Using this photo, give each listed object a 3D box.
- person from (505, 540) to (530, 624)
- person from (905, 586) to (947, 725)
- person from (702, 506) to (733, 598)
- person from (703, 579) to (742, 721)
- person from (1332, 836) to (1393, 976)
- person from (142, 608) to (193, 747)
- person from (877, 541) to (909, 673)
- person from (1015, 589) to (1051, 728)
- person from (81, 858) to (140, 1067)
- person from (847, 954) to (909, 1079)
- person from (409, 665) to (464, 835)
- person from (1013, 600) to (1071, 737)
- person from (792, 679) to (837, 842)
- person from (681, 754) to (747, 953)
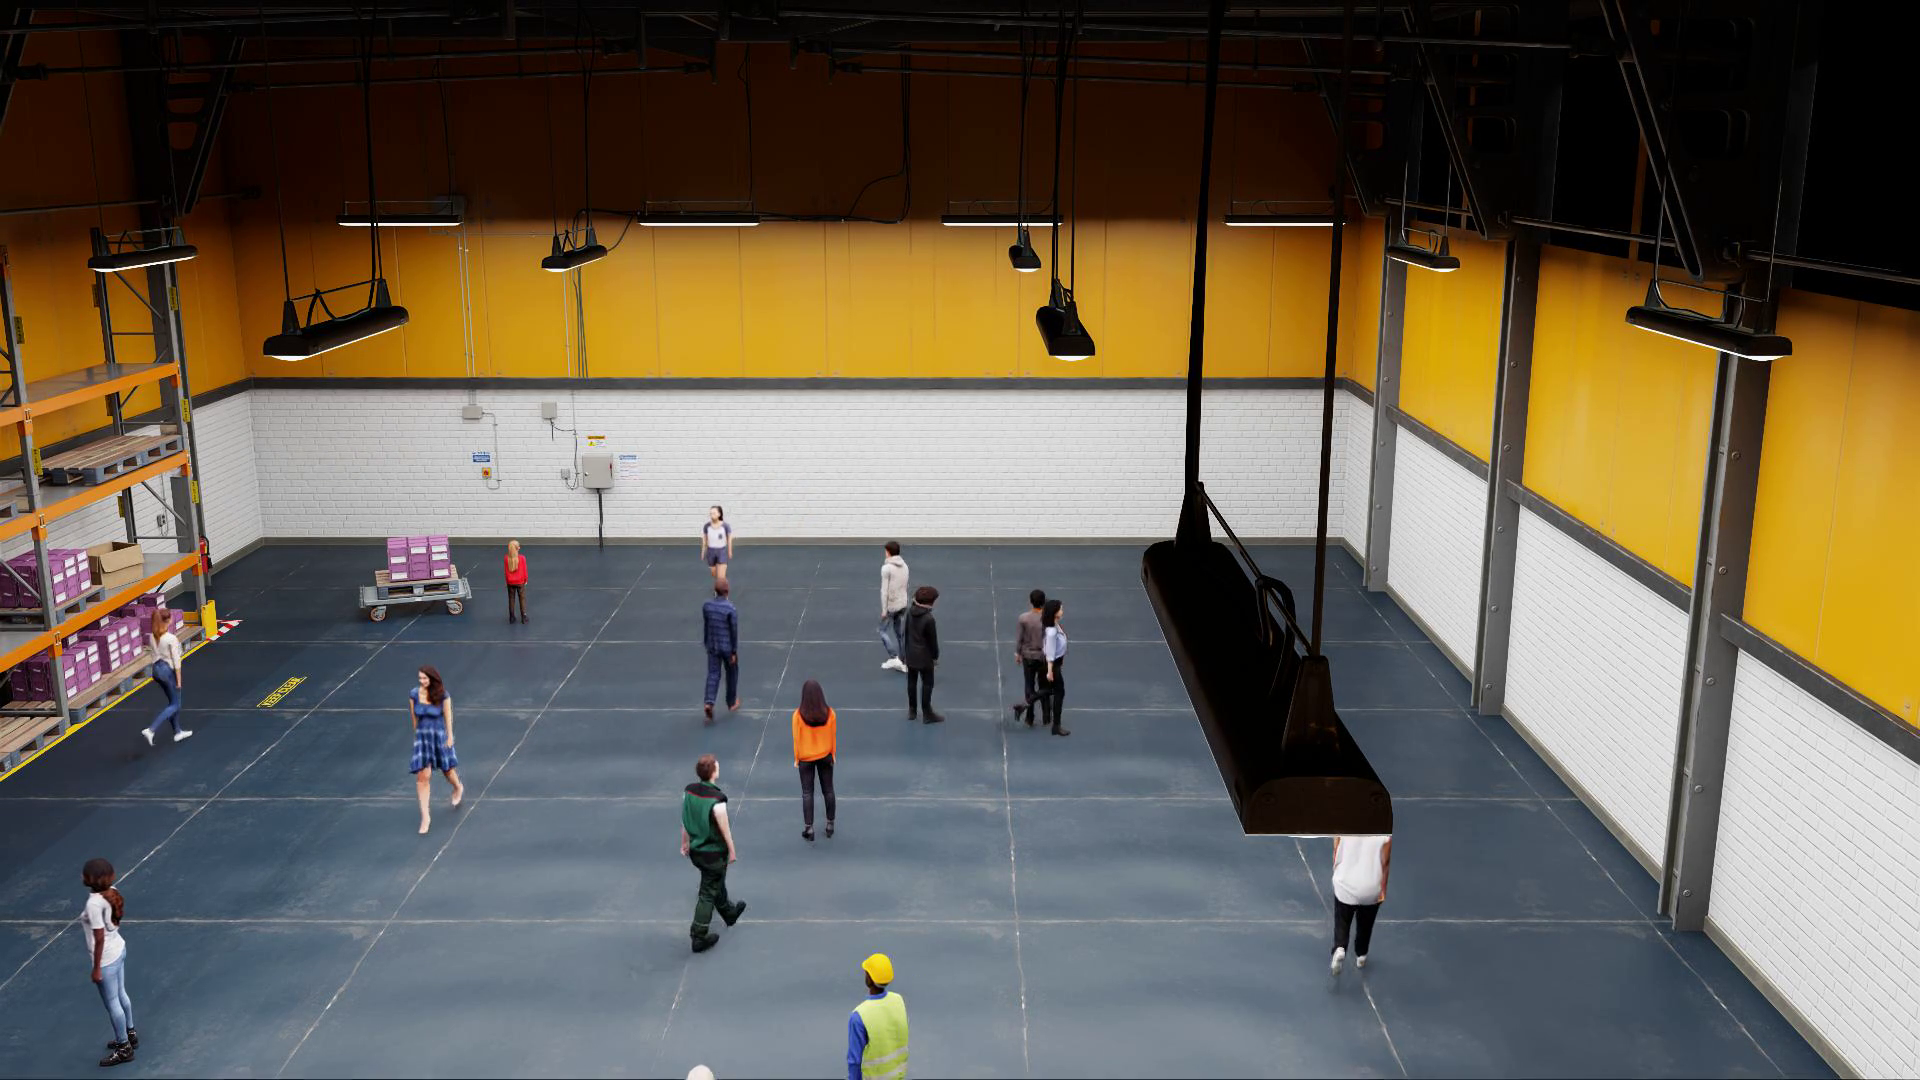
[{"bbox_3d":[-6.780,0.631,25.382,0.488,1.282,0.490,-1,14,-4],"label":"person"},{"bbox_3d":[-0.526,1.430,21.060,0.841,1.764,0.829,6,15,24],"label":"person"},{"bbox_3d":[-3.793,0.261,26.212,0.764,1.612,1.064,3,14,13],"label":"person"},{"bbox_3d":[-3.069,1.396,21.136,0.806,1.794,1.142,3,14,12],"label":"person"},{"bbox_3d":[3.487,3.034,14.631,0.855,1.672,1.024,5,15,21],"label":"person"},{"bbox_3d":[-9.660,1.694,20.112,0.900,1.697,1.083,7,15,25],"label":"person"},{"bbox_3d":[-0.834,0.941,22.924,0.881,1.836,0.801,10,17,36],"label":"person"},{"bbox_3d":[0.928,1.482,20.840,0.642,1.766,0.543,0,14,0],"label":"person"},{"bbox_3d":[-6.799,3.339,13.271,0.688,1.719,0.527,-3,14,-12],"label":"person"},{"bbox_3d":[-0.528,3.736,11.456,0.800,1.802,0.845,-11,18,-39],"label":"person"},{"bbox_3d":[-5.621,2.201,17.865,0.690,1.770,1.140,1,14,5],"label":"person"},{"bbox_3d":[1.045,1.584,20.506,0.721,1.725,0.876,1,14,4],"label":"person"},{"bbox_3d":[-1.519,2.301,17.494,0.682,1.749,0.654,-5,14,-18],"label":"person"},{"bbox_3d":[-2.336,2.850,15.088,1.026,1.815,1.120,11,17,38],"label":"person"}]
